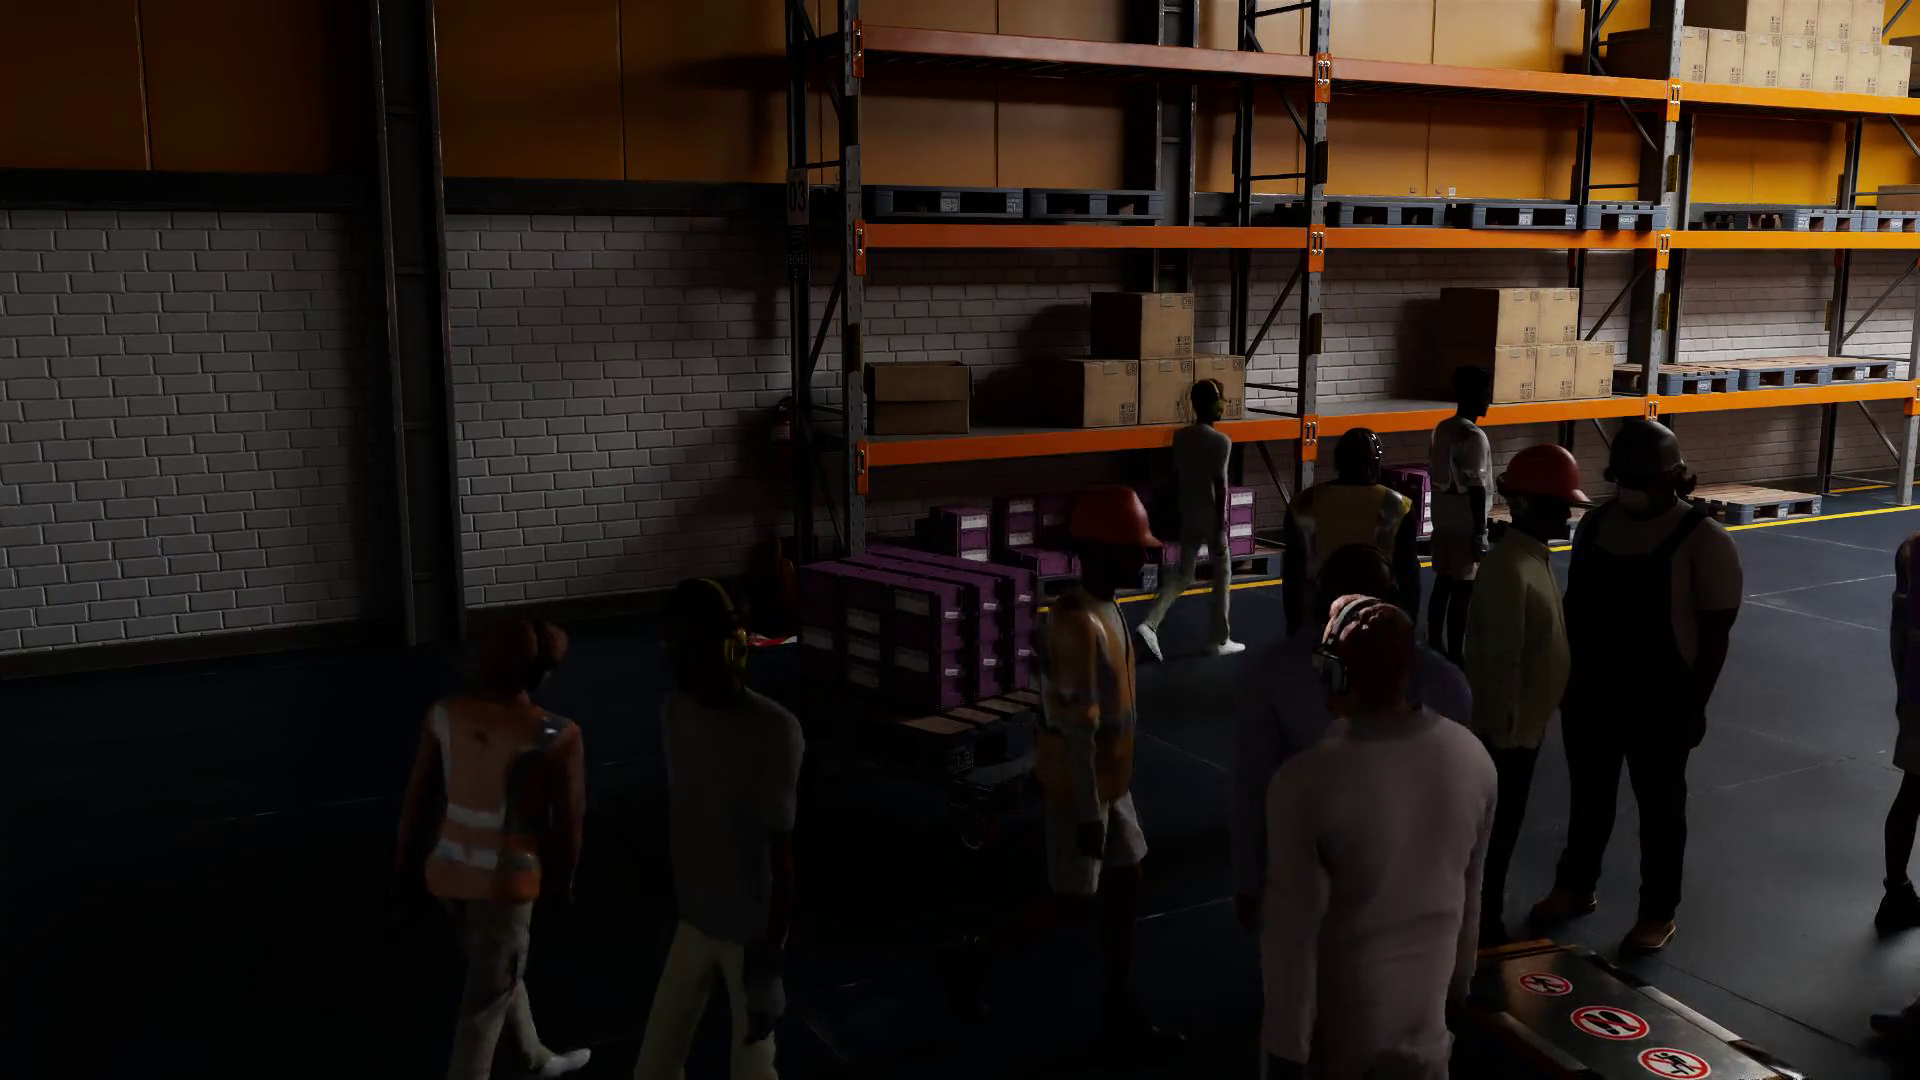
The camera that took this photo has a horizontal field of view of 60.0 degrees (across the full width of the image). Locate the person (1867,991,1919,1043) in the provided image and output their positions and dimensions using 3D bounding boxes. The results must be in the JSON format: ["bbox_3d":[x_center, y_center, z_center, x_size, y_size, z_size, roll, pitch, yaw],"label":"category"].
[{"bbox_3d":[3.378,0.803,5.325,0.798,1.850,0.614,0,10,-2],"label":"person"}]

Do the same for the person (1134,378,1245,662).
[{"bbox_3d":[1.508,-0.121,10.725,0.841,1.847,0.521,-7,12,-37],"label":"person"}]

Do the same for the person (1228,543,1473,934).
[{"bbox_3d":[1.096,0.905,4.695,0.677,1.899,0.962,2,10,10],"label":"person"}]

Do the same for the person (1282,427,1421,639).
[{"bbox_3d":[1.823,0.392,7.760,0.634,1.841,0.429,5,11,26],"label":"person"}]

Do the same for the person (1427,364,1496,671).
[{"bbox_3d":[3.092,-0.103,10.250,0.361,1.963,0.614,-1,10,-8],"label":"person"}]

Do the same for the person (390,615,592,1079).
[{"bbox_3d":[-1.376,1.013,4.905,0.532,1.582,0.731,4,11,23],"label":"person"}]

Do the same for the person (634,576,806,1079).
[{"bbox_3d":[-0.608,1.013,4.158,0.546,1.859,0.452,7,12,34],"label":"person"}]

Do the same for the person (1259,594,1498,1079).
[{"bbox_3d":[0.977,1.063,3.827,0.647,1.877,0.854,-5,11,-26],"label":"person"}]

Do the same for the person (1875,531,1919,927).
[{"bbox_3d":[3.795,0.590,6.327,0.345,1.942,0.551,-3,10,-15],"label":"person"}]

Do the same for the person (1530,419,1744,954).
[{"bbox_3d":[2.539,0.539,6.337,0.537,2.000,0.678,-7,12,-35],"label":"person"}]

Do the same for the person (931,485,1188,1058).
[{"bbox_3d":[0.337,0.763,5.431,0.776,1.913,0.557,4,11,21],"label":"person"}]

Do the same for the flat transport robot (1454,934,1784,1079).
[{"bbox_3d":[2.010,1.599,5.325,0.652,0.197,1.431,-3,10,-19],"label":"flat transport robot"}]

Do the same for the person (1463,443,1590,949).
[{"bbox_3d":[1.962,0.648,5.852,0.392,1.991,0.612,5,11,25],"label":"person"}]
